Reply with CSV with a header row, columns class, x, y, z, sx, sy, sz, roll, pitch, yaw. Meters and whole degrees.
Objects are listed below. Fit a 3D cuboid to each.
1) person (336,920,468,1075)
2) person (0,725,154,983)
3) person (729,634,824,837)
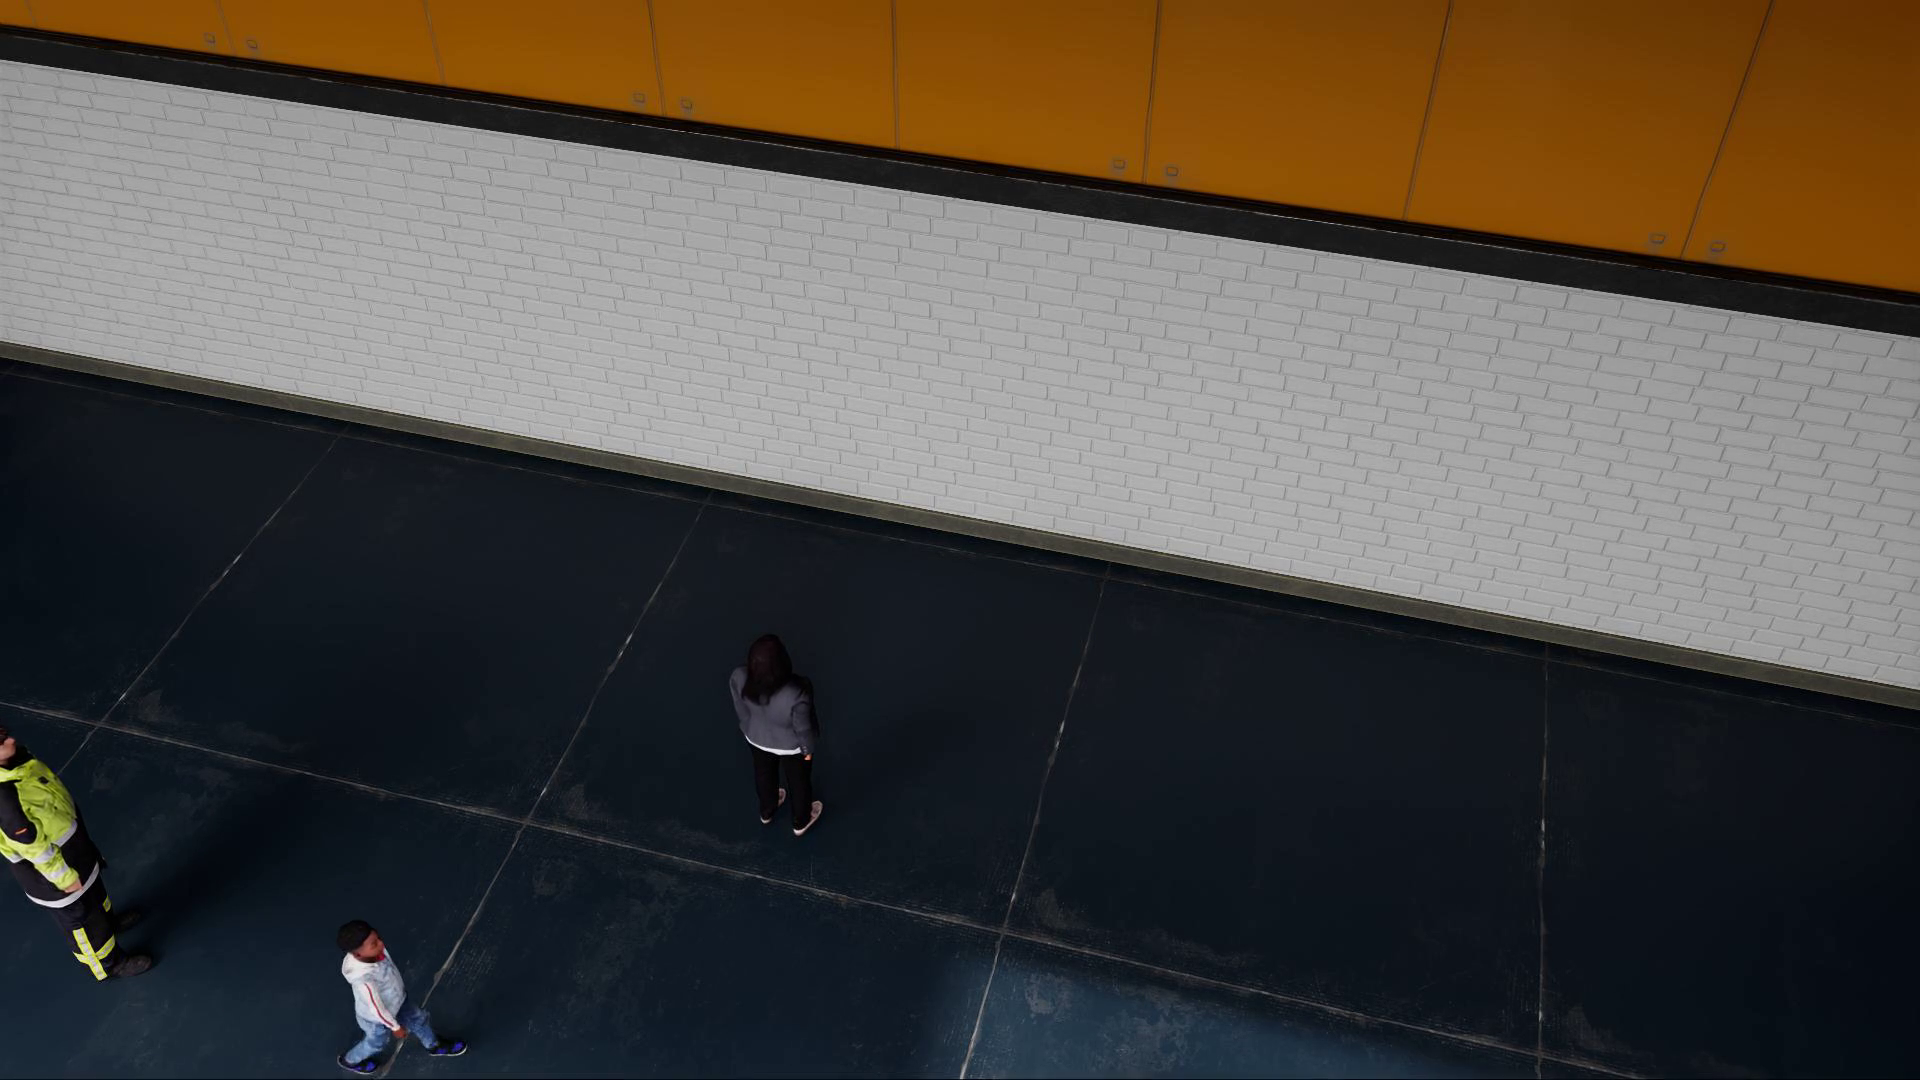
class,x,y,z,sx,sy,sz,roll,pitch,yaw
person,-3.037,2.378,8.552,0.726,1.249,0.869,-3,44,-3
person,-4.831,1.624,8.812,0.919,1.983,0.852,-21,47,-20
person,-1.053,1.120,9.622,0.682,1.595,0.681,16,46,16
